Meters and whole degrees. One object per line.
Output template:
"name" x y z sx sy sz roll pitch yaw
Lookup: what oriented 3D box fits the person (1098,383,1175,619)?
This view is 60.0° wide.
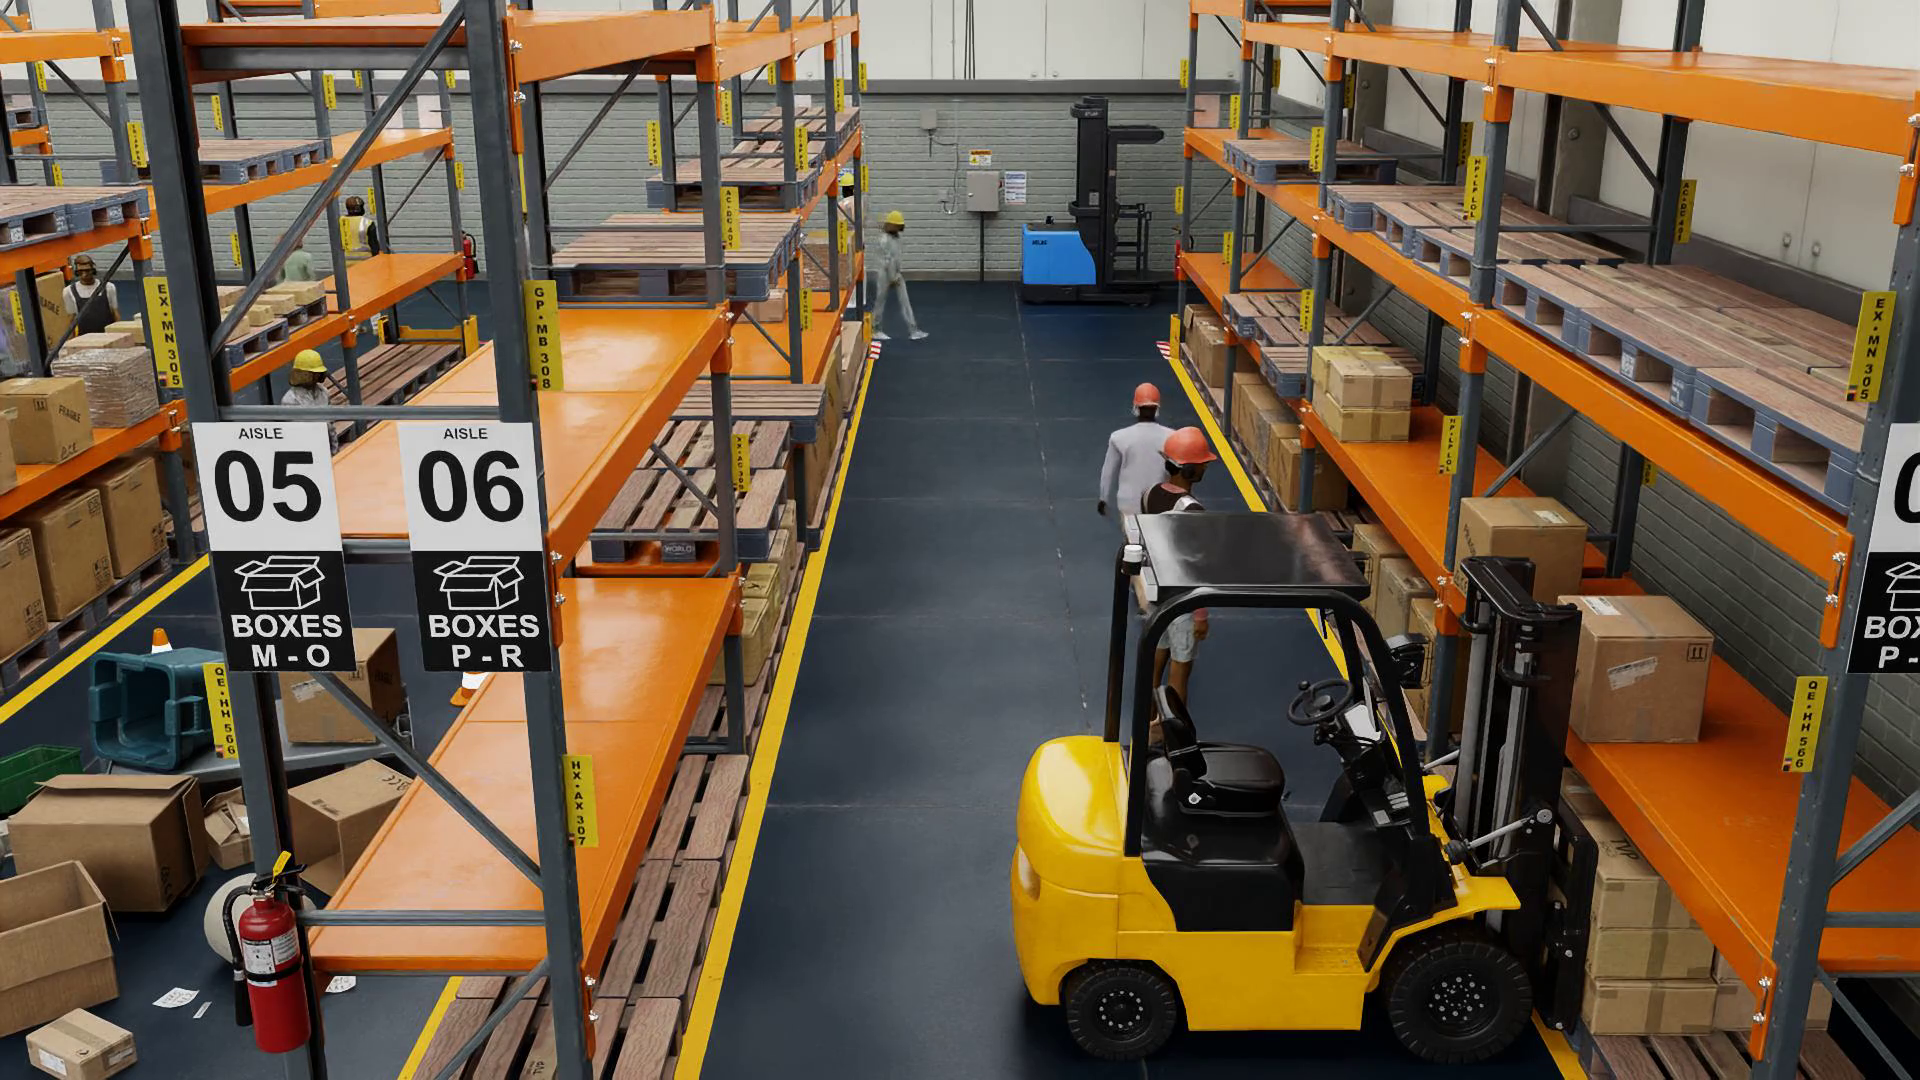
"person" 1.331 -0.307 12.267 0.574 1.710 0.902 -4 19 -12

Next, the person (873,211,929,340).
"person" -0.821 -3.424 21.687 0.865 1.693 0.482 13 22 33

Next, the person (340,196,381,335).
"person" -7.977 -3.645 22.147 0.624 1.841 0.430 4 19 11

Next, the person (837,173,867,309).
"person" -1.577 -4.315 24.030 0.385 1.928 0.589 13 22 34

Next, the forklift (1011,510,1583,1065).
"forklift" 1.387 1.055 7.378 2.313 2.155 1.214 0 18 0

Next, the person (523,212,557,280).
"person" -5.465 -3.441 21.546 0.579 1.824 0.796 -15 24 -39

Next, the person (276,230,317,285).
"person" -8.233 -3.037 20.643 0.506 1.619 0.480 2 18 7

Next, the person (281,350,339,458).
"person" -5.149 -0.670 13.324 0.322 1.734 0.488 7 20 21

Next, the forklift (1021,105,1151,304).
"forklift" 1.857 -4.944 24.441 1.873 2.768 1.129 0 18 0

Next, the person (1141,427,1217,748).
"person" 1.292 0.329 9.809 0.377 2.045 0.605 -8 20 -23

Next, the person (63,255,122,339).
"person" -9.028 -2.076 17.417 0.511 1.836 0.359 -10 21 -28
